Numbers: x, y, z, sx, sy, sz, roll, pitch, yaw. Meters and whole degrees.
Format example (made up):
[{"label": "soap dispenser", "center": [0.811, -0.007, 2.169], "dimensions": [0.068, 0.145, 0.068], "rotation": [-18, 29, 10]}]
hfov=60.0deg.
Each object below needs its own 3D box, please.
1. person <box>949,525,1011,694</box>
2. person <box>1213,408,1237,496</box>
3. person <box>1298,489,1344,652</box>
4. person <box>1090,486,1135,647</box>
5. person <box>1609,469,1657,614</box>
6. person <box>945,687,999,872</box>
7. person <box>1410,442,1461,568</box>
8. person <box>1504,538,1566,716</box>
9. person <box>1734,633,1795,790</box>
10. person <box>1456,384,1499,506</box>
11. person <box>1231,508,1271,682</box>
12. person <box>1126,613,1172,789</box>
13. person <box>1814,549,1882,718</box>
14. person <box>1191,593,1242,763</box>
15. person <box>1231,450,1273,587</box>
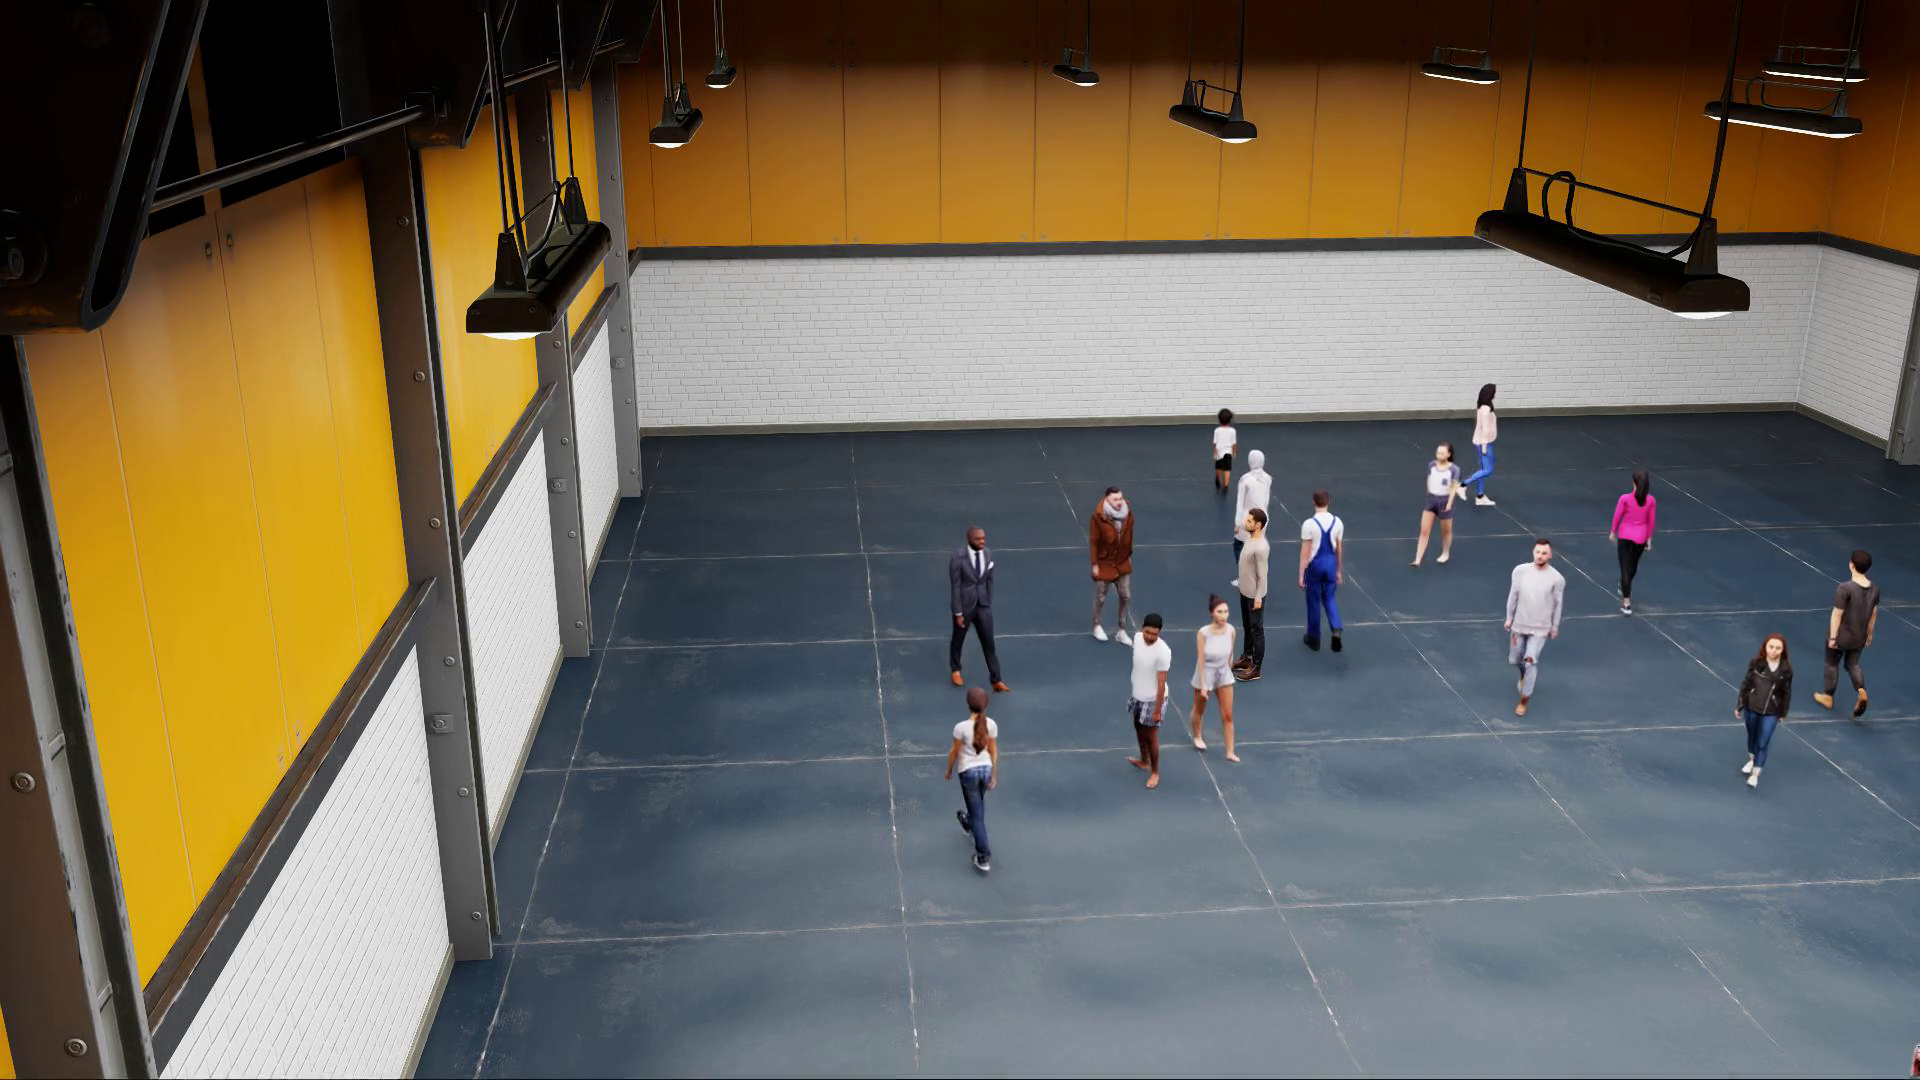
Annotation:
[{"label": "person", "center": [0.061, 0.696, 17.251], "dimensions": [0.994, 1.782, 1.263], "rotation": [-9, 21, -24]}, {"label": "person", "center": [3.806, -1.240, 23.863], "dimensions": [0.586, 1.230, 0.920], "rotation": [1, 19, 4]}, {"label": "person", "center": [3.952, 0.378, 18.123], "dimensions": [0.711, 1.829, 0.979], "rotation": [-3, 19, -9]}, {"label": "person", "center": [1.638, 0.251, 18.519], "dimensions": [0.844, 1.815, 0.920], "rotation": [-7, 20, -20]}, {"label": "person", "center": [7.848, 0.043, 19.382], "dimensions": [0.763, 1.660, 1.142], "rotation": [2, 19, 7]}, {"label": "person", "center": [0.153, 1.996, 13.805], "dimensions": [0.770, 1.517, 1.113], "rotation": [-8, 20, -22]}, {"label": "person", "center": [6.069, -0.431, 20.880], "dimensions": [1.024, 1.602, 1.075], "rotation": [16, 24, 39]}, {"label": "person", "center": [5.787, 0.828, 16.789], "dimensions": [0.953, 1.826, 1.027], "rotation": [12, 22, 32]}, {"label": "person", "center": [7.390, 1.532, 15.301], "dimensions": [0.929, 1.442, 1.002], "rotation": [14, 23, 36]}, {"label": "person", "center": [7.251, -1.332, 23.305], "dimensions": [0.879, 1.761, 0.871], "rotation": [5, 19, 15]}, {"label": "person", "center": [3.090, 0.556, 17.533], "dimensions": [0.748, 1.867, 0.547], "rotation": [-4, 19, -12]}, {"label": "person", "center": [1.731, 1.413, 15.257], "dimensions": [0.917, 1.695, 0.673], "rotation": [-6, 19, -16]}, {"label": "person", "center": [8.919, 0.956, 16.614], "dimensions": [0.608, 1.696, 0.893], "rotation": [-2, 19, -5]}, {"label": "person", "center": [2.365, 1.285, 15.830], "dimensions": [0.659, 1.573, 0.979], "rotation": [-4, 19, -13]}, {"label": "person", "center": [3.533, -0.183, 19.885], "dimensions": [0.709, 1.766, 0.697], "rotation": [-6, 20, -18]}]
